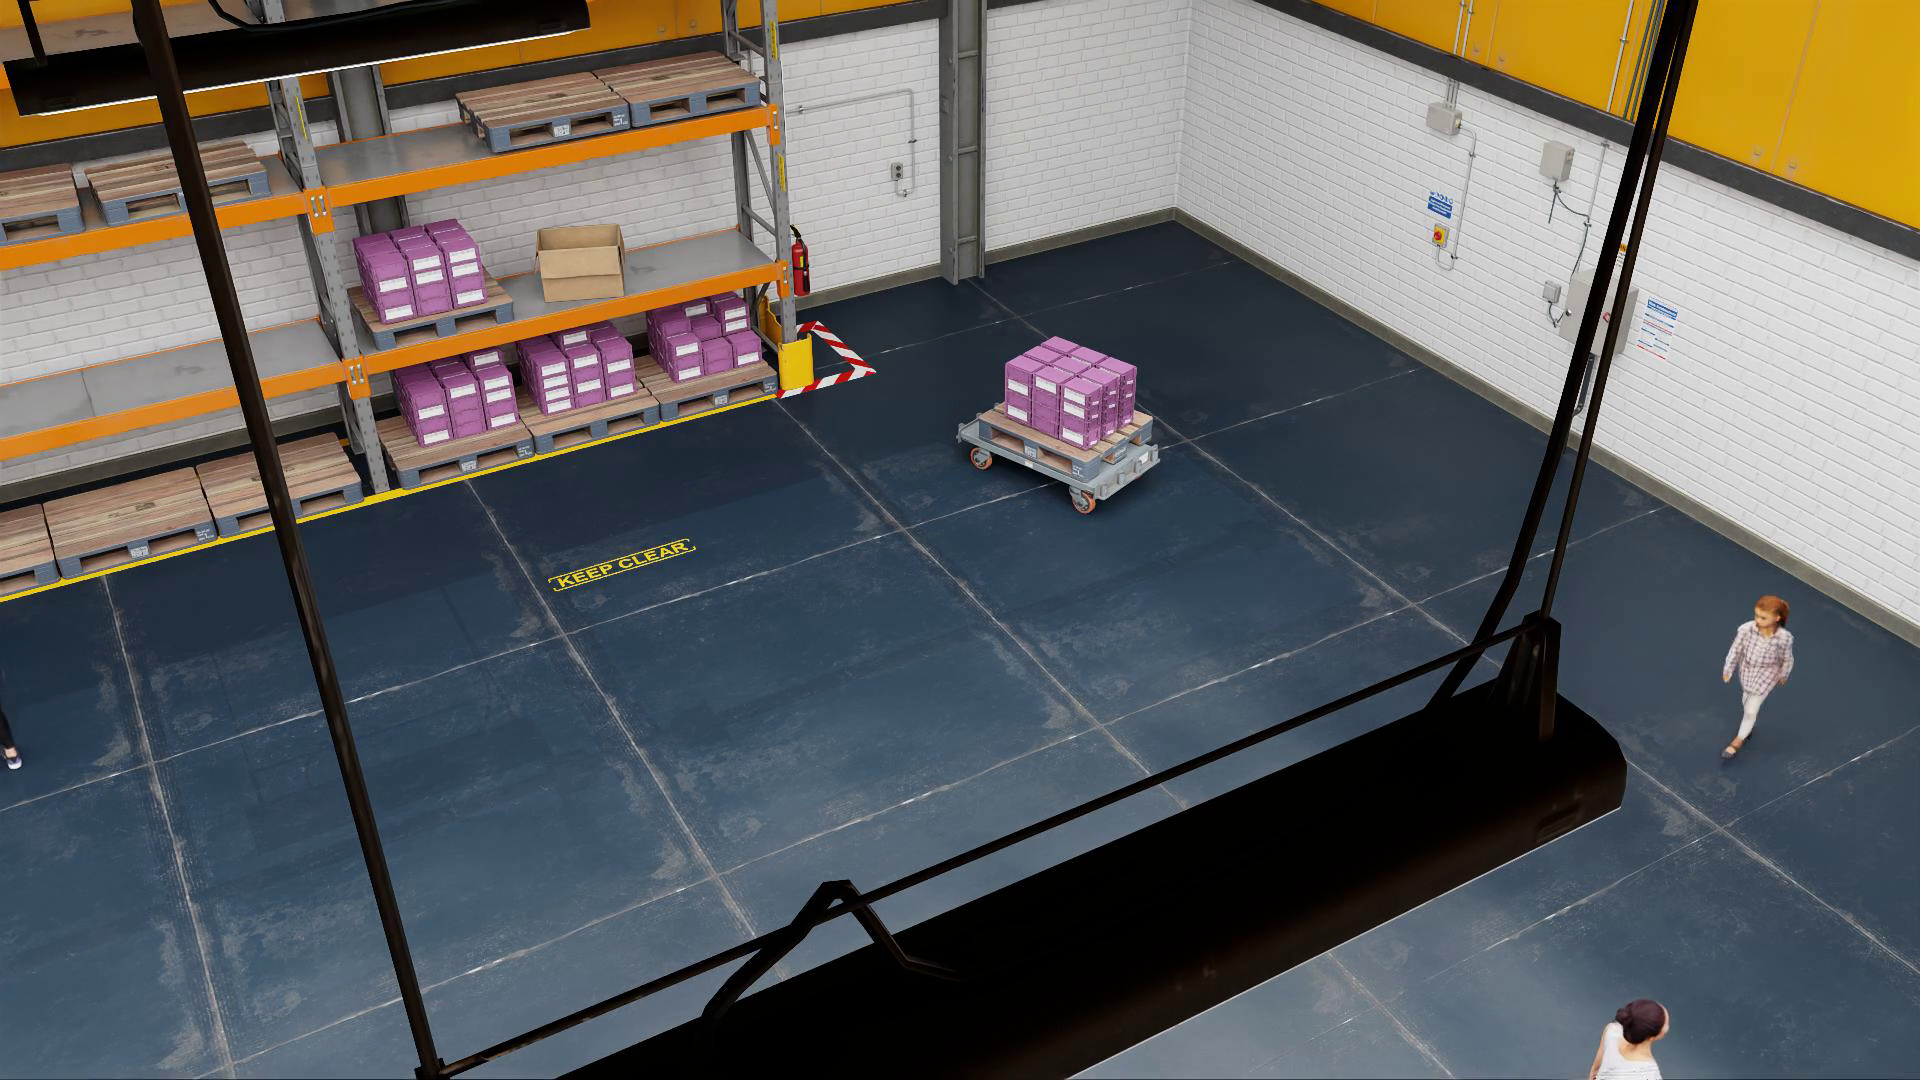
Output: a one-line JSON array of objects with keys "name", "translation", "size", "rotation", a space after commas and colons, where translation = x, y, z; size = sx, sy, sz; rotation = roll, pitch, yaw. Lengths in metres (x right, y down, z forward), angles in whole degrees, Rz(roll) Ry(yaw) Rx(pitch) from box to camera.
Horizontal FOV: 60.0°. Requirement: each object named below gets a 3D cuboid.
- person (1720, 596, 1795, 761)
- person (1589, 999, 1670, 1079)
[{"name": "person", "translation": [5.575, 0.893, 11.545], "size": [0.676, 1.271, 0.849], "rotation": [22, 39, 29]}, {"name": "person", "translation": [3.171, 2.884, 8.264], "size": [0.717, 1.587, 0.655], "rotation": [-5, 34, -8]}]
